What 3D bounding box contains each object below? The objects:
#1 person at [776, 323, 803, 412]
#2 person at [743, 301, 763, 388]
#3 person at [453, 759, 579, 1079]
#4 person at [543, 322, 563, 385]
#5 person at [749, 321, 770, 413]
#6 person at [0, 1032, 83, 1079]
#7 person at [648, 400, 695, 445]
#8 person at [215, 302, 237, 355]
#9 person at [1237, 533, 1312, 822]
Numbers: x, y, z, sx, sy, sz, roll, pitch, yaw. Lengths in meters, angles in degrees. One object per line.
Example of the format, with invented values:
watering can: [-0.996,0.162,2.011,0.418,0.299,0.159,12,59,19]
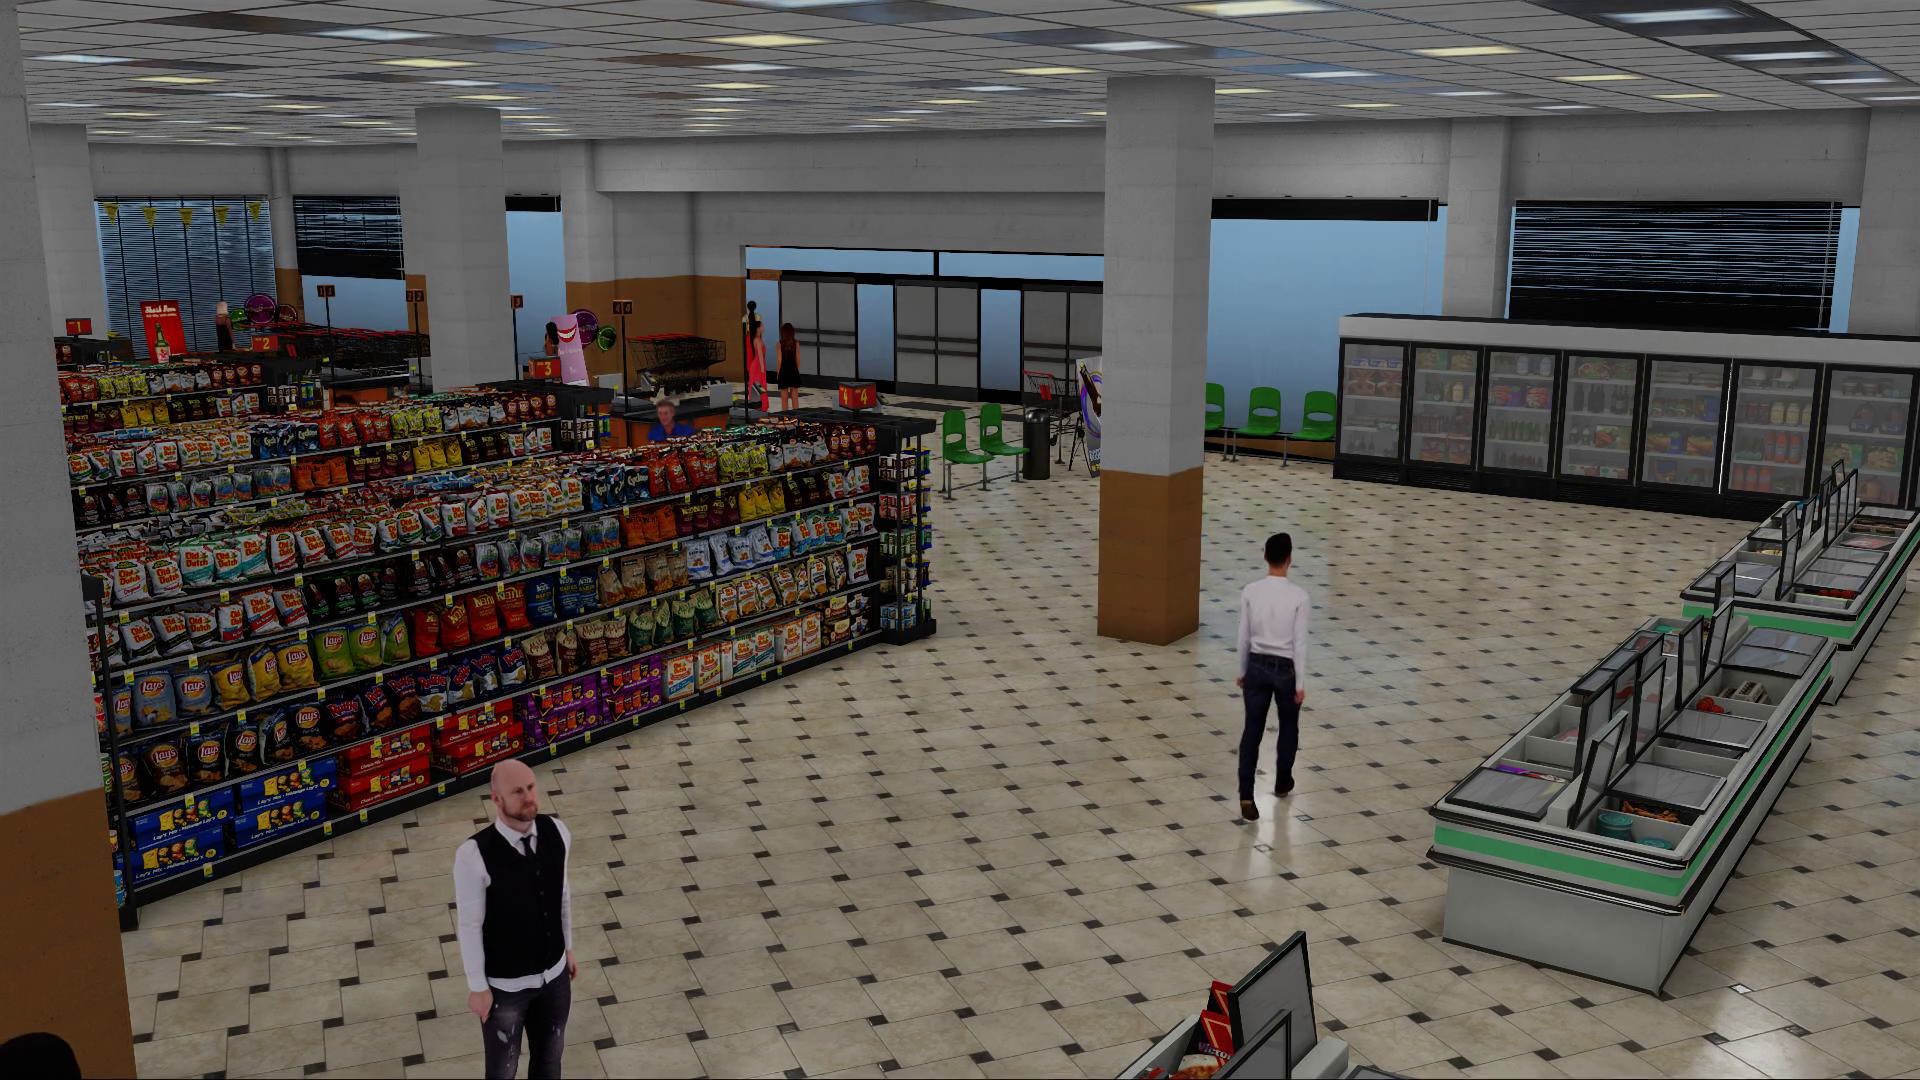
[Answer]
person: [-2.907,-2.764,28.209,0.626,1.835,0.722,-5,13,-22]
person: [-4.297,-4.076,34.540,0.635,1.793,0.740,-5,13,-23]
person: [-1.773,1.761,6.747,0.743,1.824,0.524,9,15,36]
person: [-7.534,-3.217,30.819,0.784,1.645,0.643,1,12,7]
person: [-3.644,-3.102,30.077,0.747,1.727,0.714,-4,13,-19]
person: [-2.615,2.223,4.836,0.619,1.706,0.557,11,16,41]
person: [-3.109,-0.621,18.133,1.139,1.794,1.243,-1,12,-5]
person: [-15.399,-4.121,34.863,0.615,1.748,0.545,6,13,26]
person: [1.998,0.895,10.788,0.794,1.852,1.249,5,13,23]
